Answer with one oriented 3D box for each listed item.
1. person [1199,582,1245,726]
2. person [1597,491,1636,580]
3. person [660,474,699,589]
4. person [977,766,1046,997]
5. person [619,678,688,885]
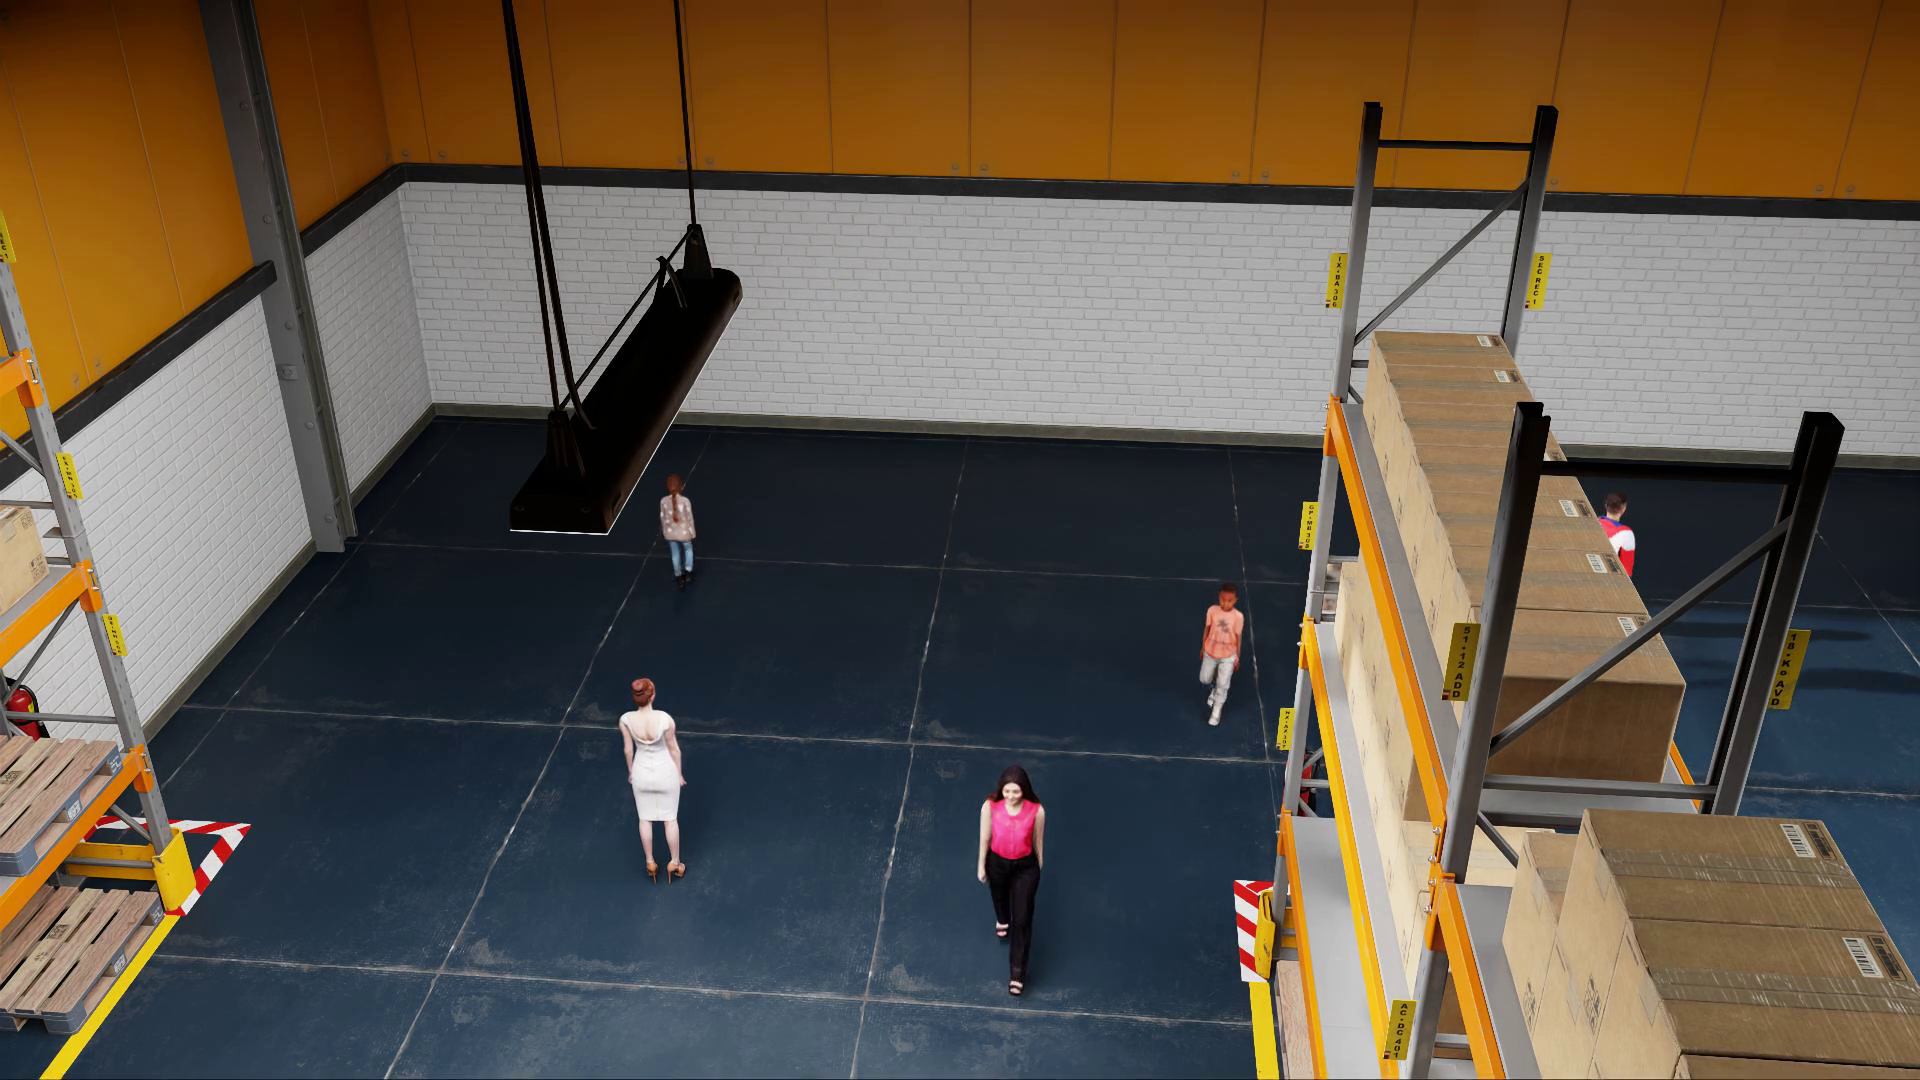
[{"bbox_3d":[2.225,0.916,14.109,0.622,1.303,0.735,13,31,22],"label":"person"},{"bbox_3d":[5.559,0.419,14.595,1.191,1.711,1.181,-19,34,-31],"label":"person"},{"bbox_3d":[-2.725,-0.065,16.028,0.496,1.187,0.526,2,29,4],"label":"person"},{"bbox_3d":[0.350,2.209,11.417,0.588,1.610,1.080,3,29,5],"label":"person"},{"bbox_3d":[-2.225,1.741,12.085,0.564,1.793,0.458,2,29,4],"label":"person"}]
